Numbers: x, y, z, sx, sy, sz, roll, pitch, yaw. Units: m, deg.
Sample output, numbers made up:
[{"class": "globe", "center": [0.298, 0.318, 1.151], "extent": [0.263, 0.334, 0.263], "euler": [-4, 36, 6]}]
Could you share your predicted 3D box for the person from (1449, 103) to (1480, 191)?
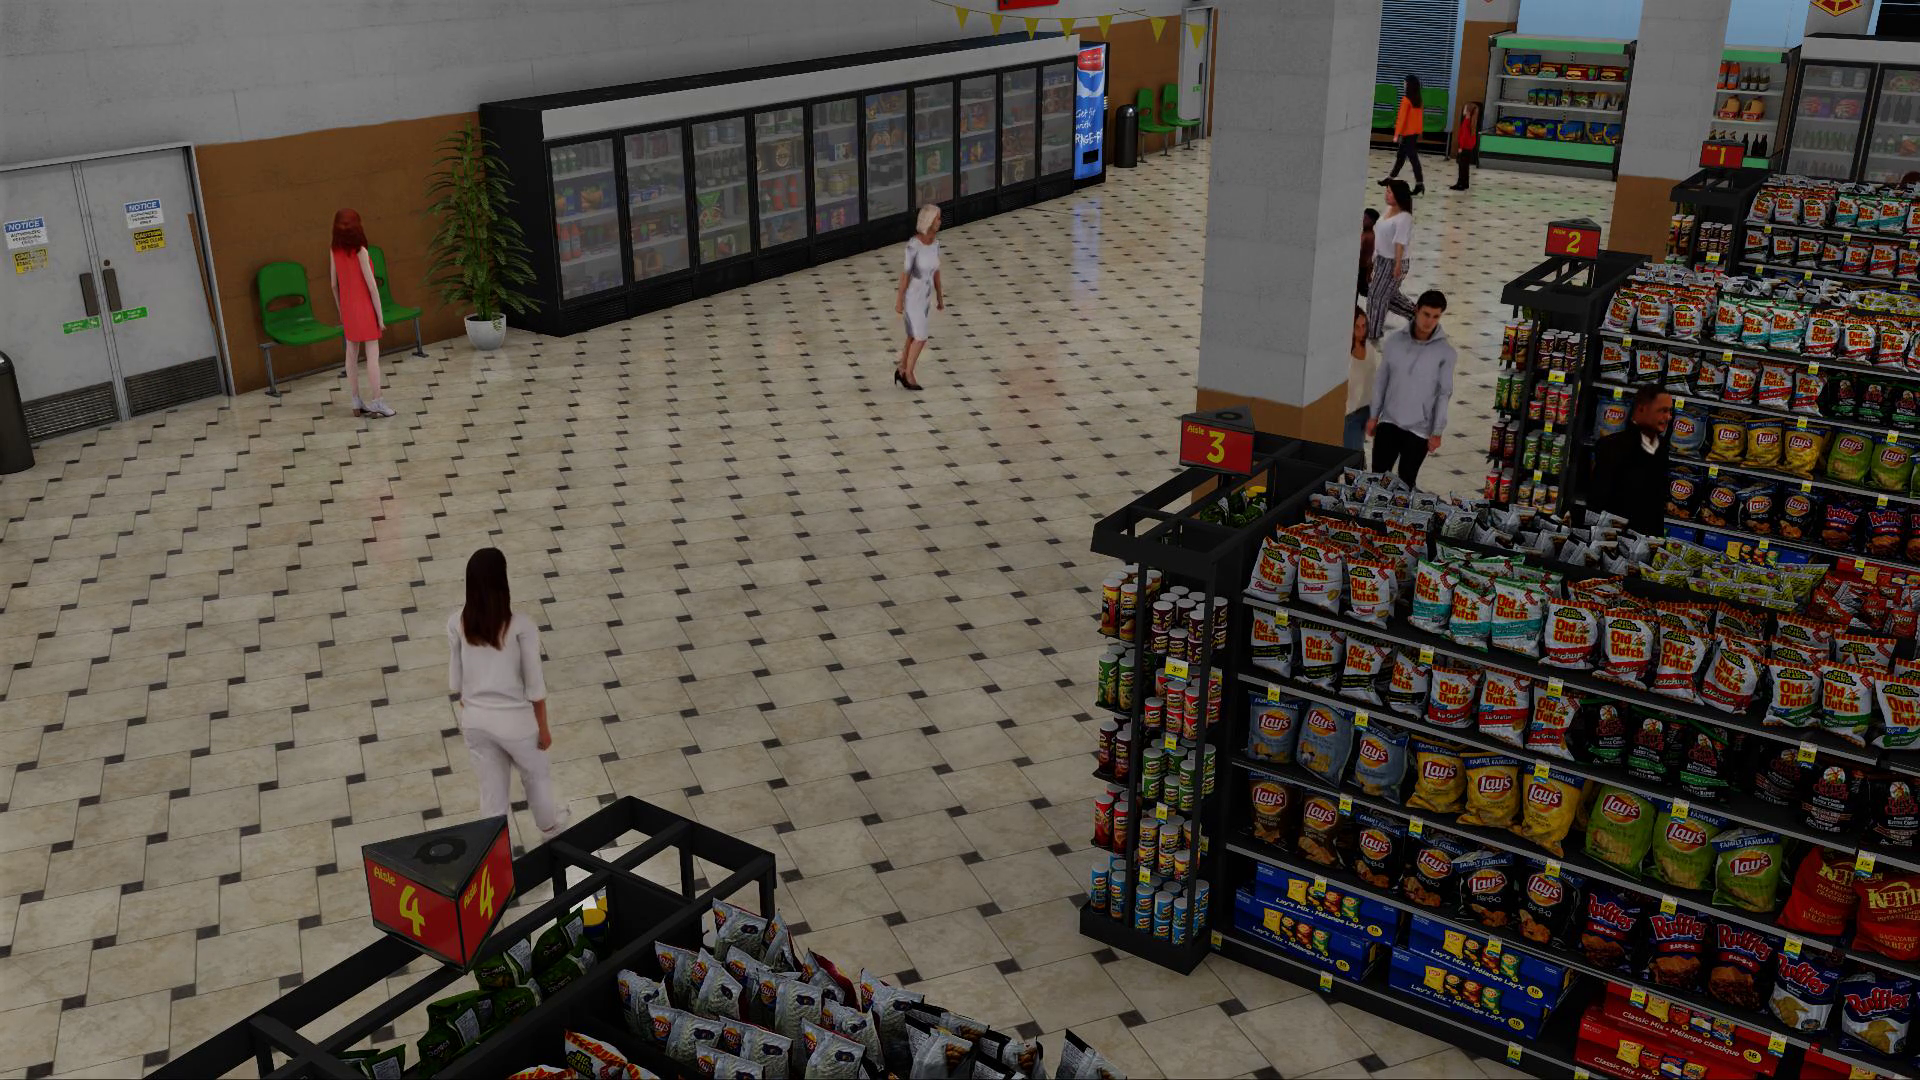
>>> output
[{"class": "person", "center": [7.637, -5.944, 25.088], "extent": [0.500, 1.284, 0.496], "euler": [17, 27, 35]}]

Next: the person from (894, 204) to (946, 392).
[{"class": "person", "center": [-0.460, -2.192, 15.180], "extent": [0.693, 1.709, 0.595], "euler": [17, 28, 36]}]

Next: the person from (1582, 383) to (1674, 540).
[{"class": "person", "center": [3.687, 0.021, 9.418], "extent": [0.980, 1.898, 1.059], "euler": [-11, 24, -25]}]

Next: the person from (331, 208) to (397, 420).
[{"class": "person", "center": [-5.230, -1.963, 14.454], "extent": [0.510, 1.826, 0.699], "euler": [10, 24, 23]}]

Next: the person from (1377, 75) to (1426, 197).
[{"class": "person", "center": [6.701, -5.921, 24.463], "extent": [1.070, 1.707, 0.742], "euler": [16, 27, 34]}]

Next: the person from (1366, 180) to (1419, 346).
[{"class": "person", "center": [4.396, -2.781, 16.716], "extent": [1.091, 1.656, 0.980], "euler": [-1, 22, -3]}]

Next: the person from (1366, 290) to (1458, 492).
[{"class": "person", "center": [3.129, -0.830, 11.526], "extent": [0.627, 1.906, 0.814], "euler": [12, 25, 28]}]

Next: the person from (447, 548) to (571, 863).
[{"class": "person", "center": [-2.115, 0.866, 7.623], "extent": [0.956, 1.670, 0.957], "euler": [1, 22, 2]}]
